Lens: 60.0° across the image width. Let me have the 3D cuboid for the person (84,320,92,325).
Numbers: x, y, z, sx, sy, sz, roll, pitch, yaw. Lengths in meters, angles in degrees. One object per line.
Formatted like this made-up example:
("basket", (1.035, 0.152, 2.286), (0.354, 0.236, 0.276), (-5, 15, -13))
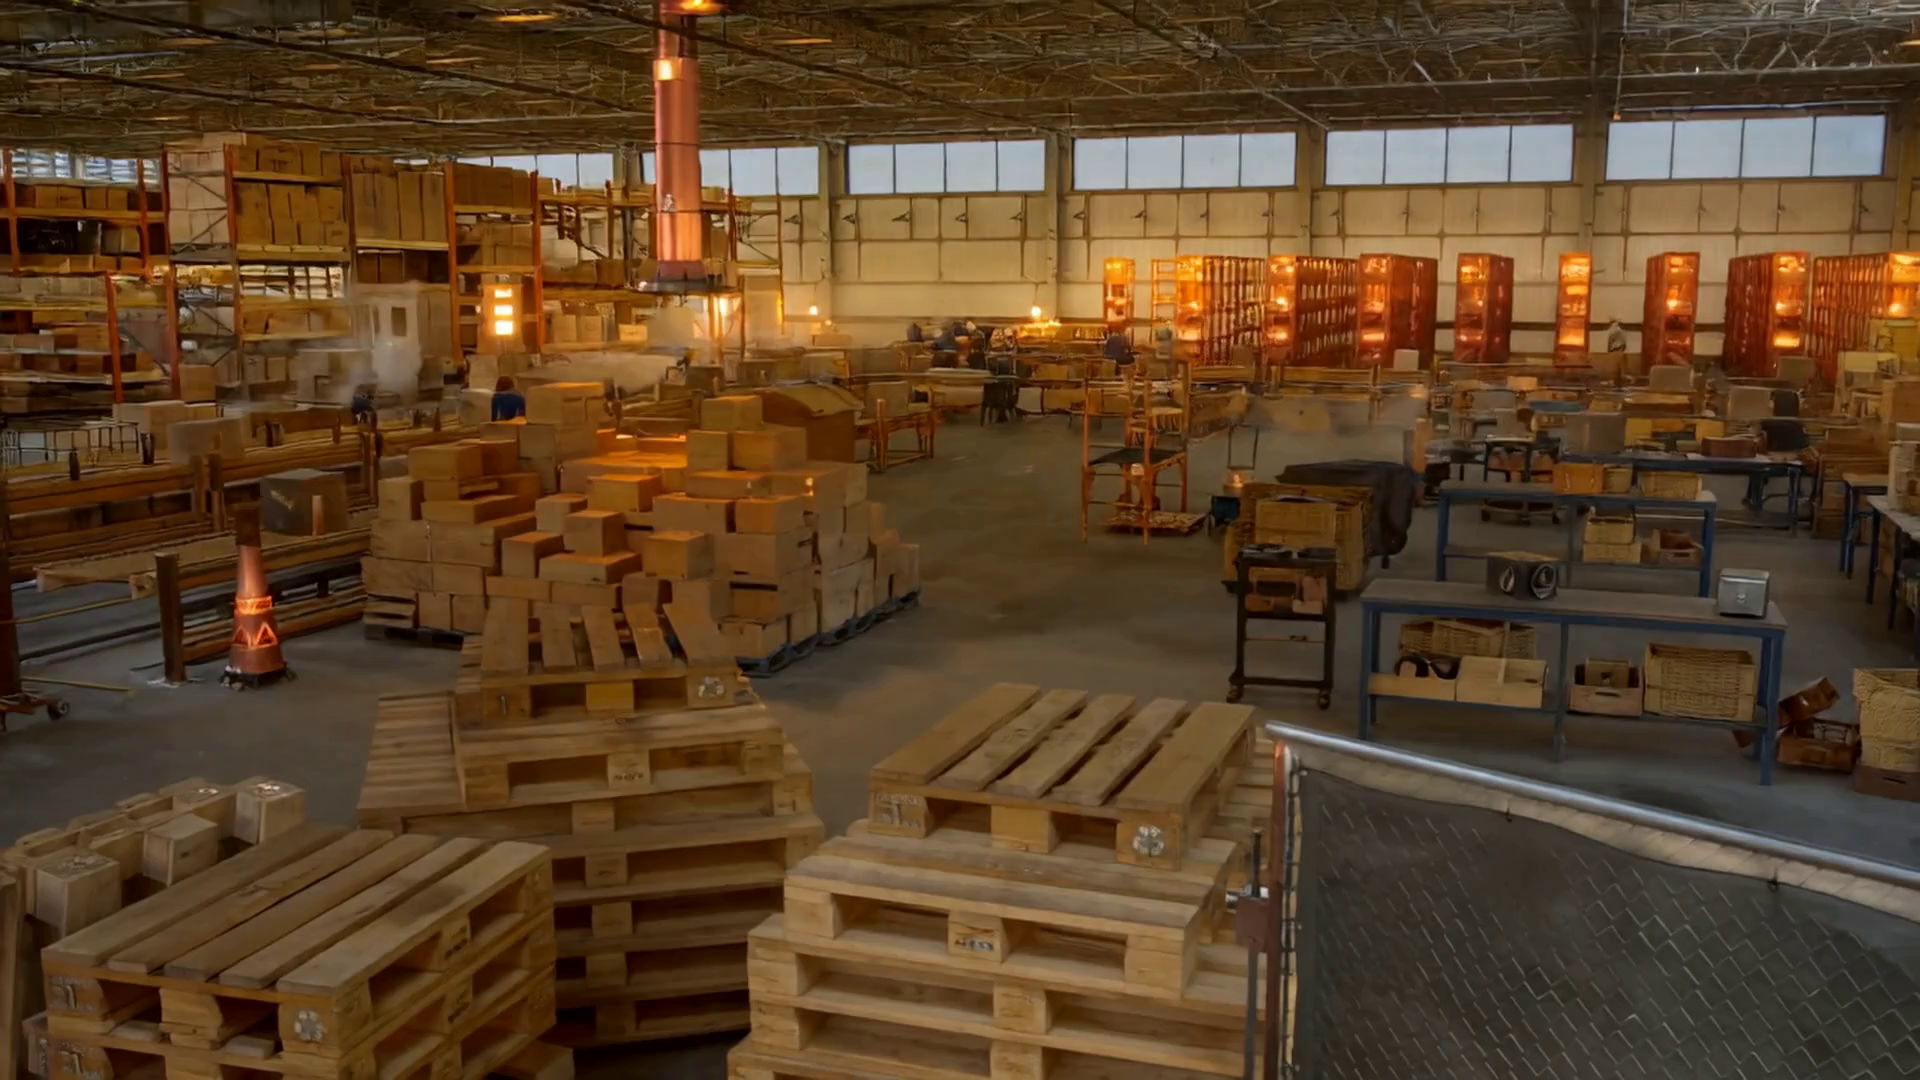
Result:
("person", (-24.107, -5.216, 46.242), (0.599, 1.798, 0.882), (3, 9, 18))

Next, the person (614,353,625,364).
("person", (-10.758, -6.171, 52.533), (0.535, 1.700, 0.318), (1, 9, 8))

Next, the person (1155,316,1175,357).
("person", (5.639, -5.244, 46.083), (0.627, 1.904, 0.508), (-5, 10, -30))

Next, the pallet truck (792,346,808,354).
("pallet truck", (-3.705, -4.298, 42.022), (0.653, 1.274, 1.630), (3, 10, 20))

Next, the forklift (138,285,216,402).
("forklift", (-17.480, -4.200, 36.461), (1.873, 2.768, 1.129), (3, 10, 19))

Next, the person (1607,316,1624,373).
("person", (19.918, -5.908, 50.554), (0.574, 1.805, 0.604), (-2, 9, -11))

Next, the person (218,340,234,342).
("person", (-19.923, -4.967, 44.999), (0.549, 1.670, 0.680), (4, 10, 23))

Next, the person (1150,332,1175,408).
("person", (4.618, -3.848, 37.779), (0.573, 1.747, 0.528), (1, 9, 6))

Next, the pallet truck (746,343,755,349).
("pallet truck", (-6.183, -4.618, 44.264), (1.601, 1.201, 0.680), (-9, 12, -43))

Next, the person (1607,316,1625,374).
("person", (19.720, -5.817, 49.991), (0.419, 1.794, 0.619), (-2, 9, -14))

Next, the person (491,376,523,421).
("person", (-6.340, -1.483, 23.336), (0.283, 1.624, 0.494), (8, 12, 41))

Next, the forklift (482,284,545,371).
("forklift", (-10.832, -4.702, 39.610), (1.129, 2.768, 1.873), (3, 10, 20))

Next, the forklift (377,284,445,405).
("forklift", (-13.232, -4.660, 39.352), (1.129, 2.768, 1.873), (3, 10, 20))
